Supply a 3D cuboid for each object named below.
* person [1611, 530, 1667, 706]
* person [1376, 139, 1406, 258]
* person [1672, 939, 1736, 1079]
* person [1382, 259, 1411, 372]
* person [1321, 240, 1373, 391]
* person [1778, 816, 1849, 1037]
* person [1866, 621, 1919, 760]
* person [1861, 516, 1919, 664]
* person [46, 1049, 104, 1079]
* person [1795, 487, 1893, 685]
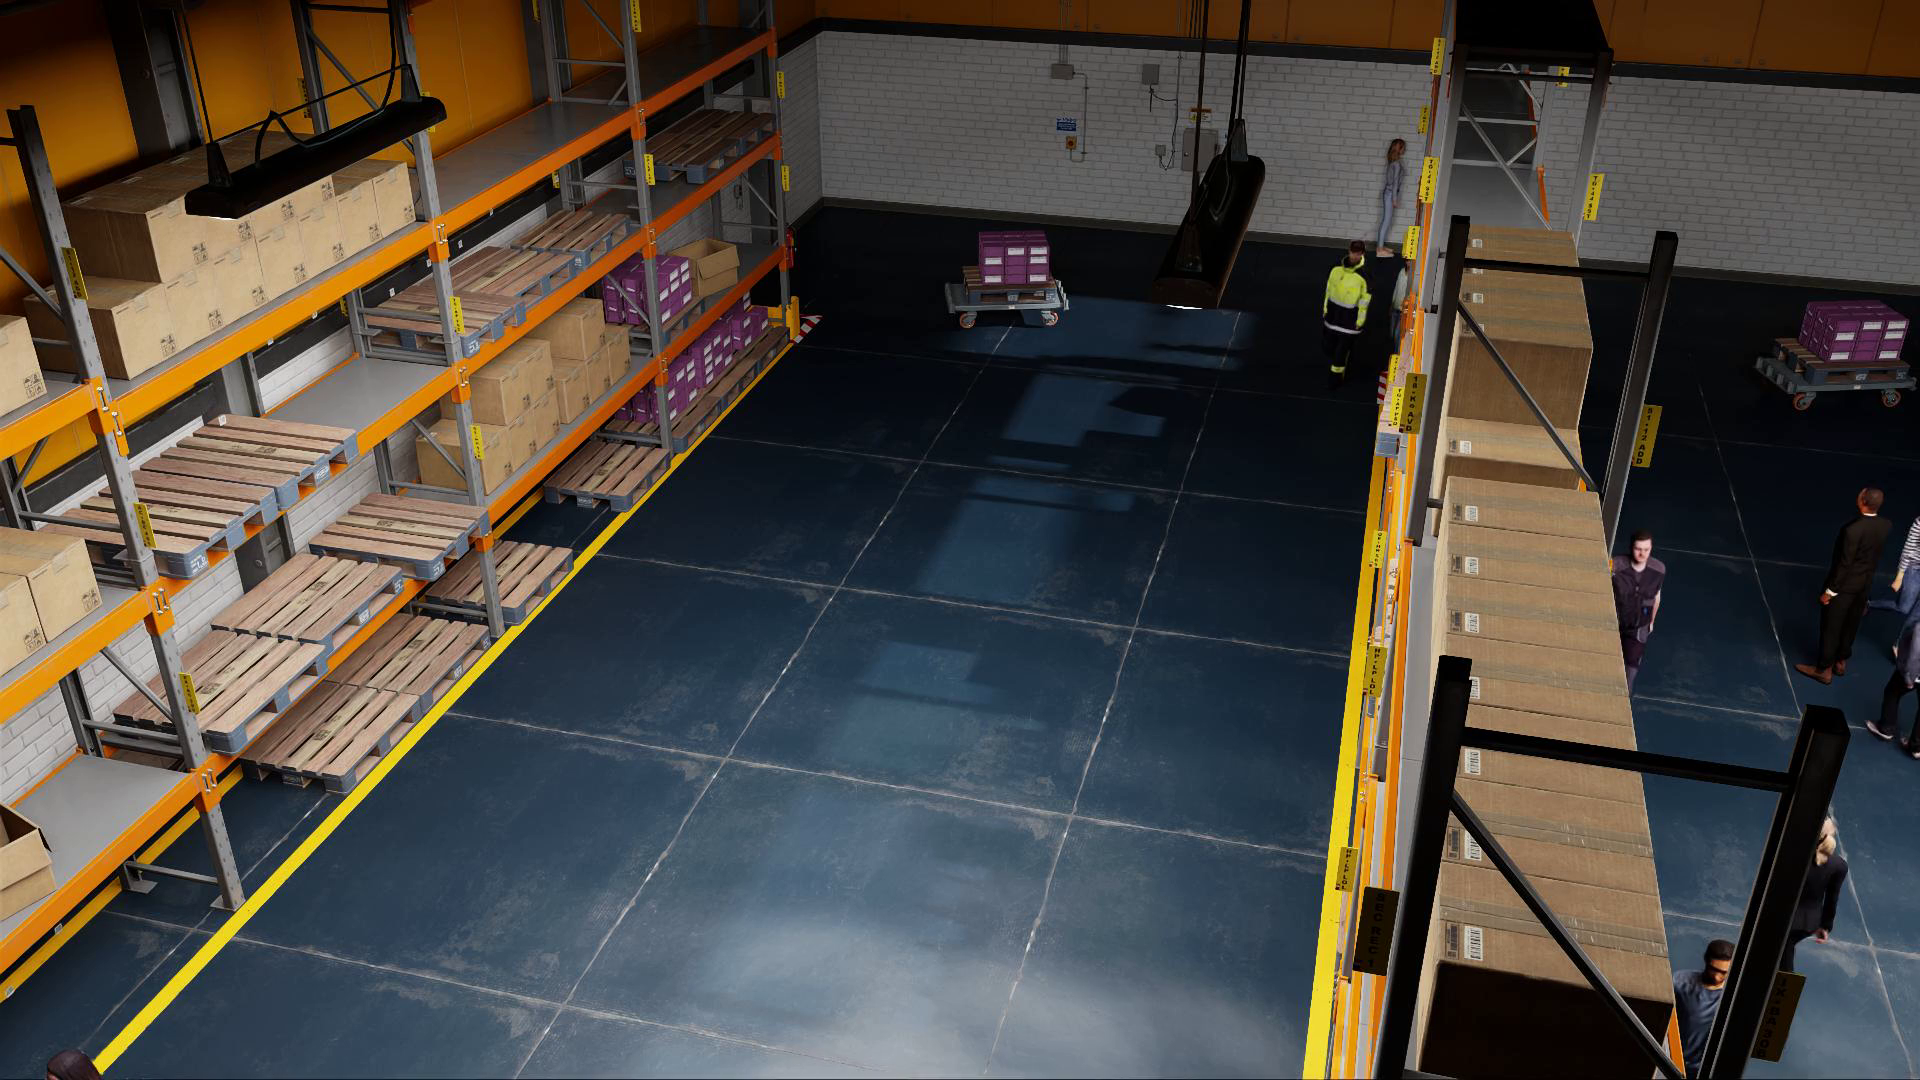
[{"bbox_3d":[5.708,0.702,14.403,0.793,1.800,1.227,5,29,9],"label":"person"},{"bbox_3d":[6.521,-5.192,25.214,0.679,1.795,0.504,2,29,4],"label":"person"},{"bbox_3d":[4.392,3.091,10.018,0.660,1.805,0.540,6,29,11],"label":"person"},{"bbox_3d":[5.752,-2.958,21.285,0.951,1.635,0.895,-15,32,-25],"label":"person"},{"bbox_3d":[4.850,-2.835,20.729,1.058,1.951,1.002,-25,37,-37],"label":"person"},{"bbox_3d":[5.563,2.616,11.027,0.808,1.672,1.040,-2,29,-3],"label":"person"},{"bbox_3d":[8.075,1.131,13.851,0.806,1.575,0.861,-2,29,-3],"label":"person"},{"bbox_3d":[8.673,0.295,15.173,0.848,1.777,0.988,-7,29,-12],"label":"person"},{"bbox_3d":[-4.797,3.487,9.442,0.842,1.660,1.096,15,32,25],"label":"person"},{"bbox_3d":[7.947,0.394,14.860,0.803,1.904,0.841,-12,31,-21],"label":"person"}]
